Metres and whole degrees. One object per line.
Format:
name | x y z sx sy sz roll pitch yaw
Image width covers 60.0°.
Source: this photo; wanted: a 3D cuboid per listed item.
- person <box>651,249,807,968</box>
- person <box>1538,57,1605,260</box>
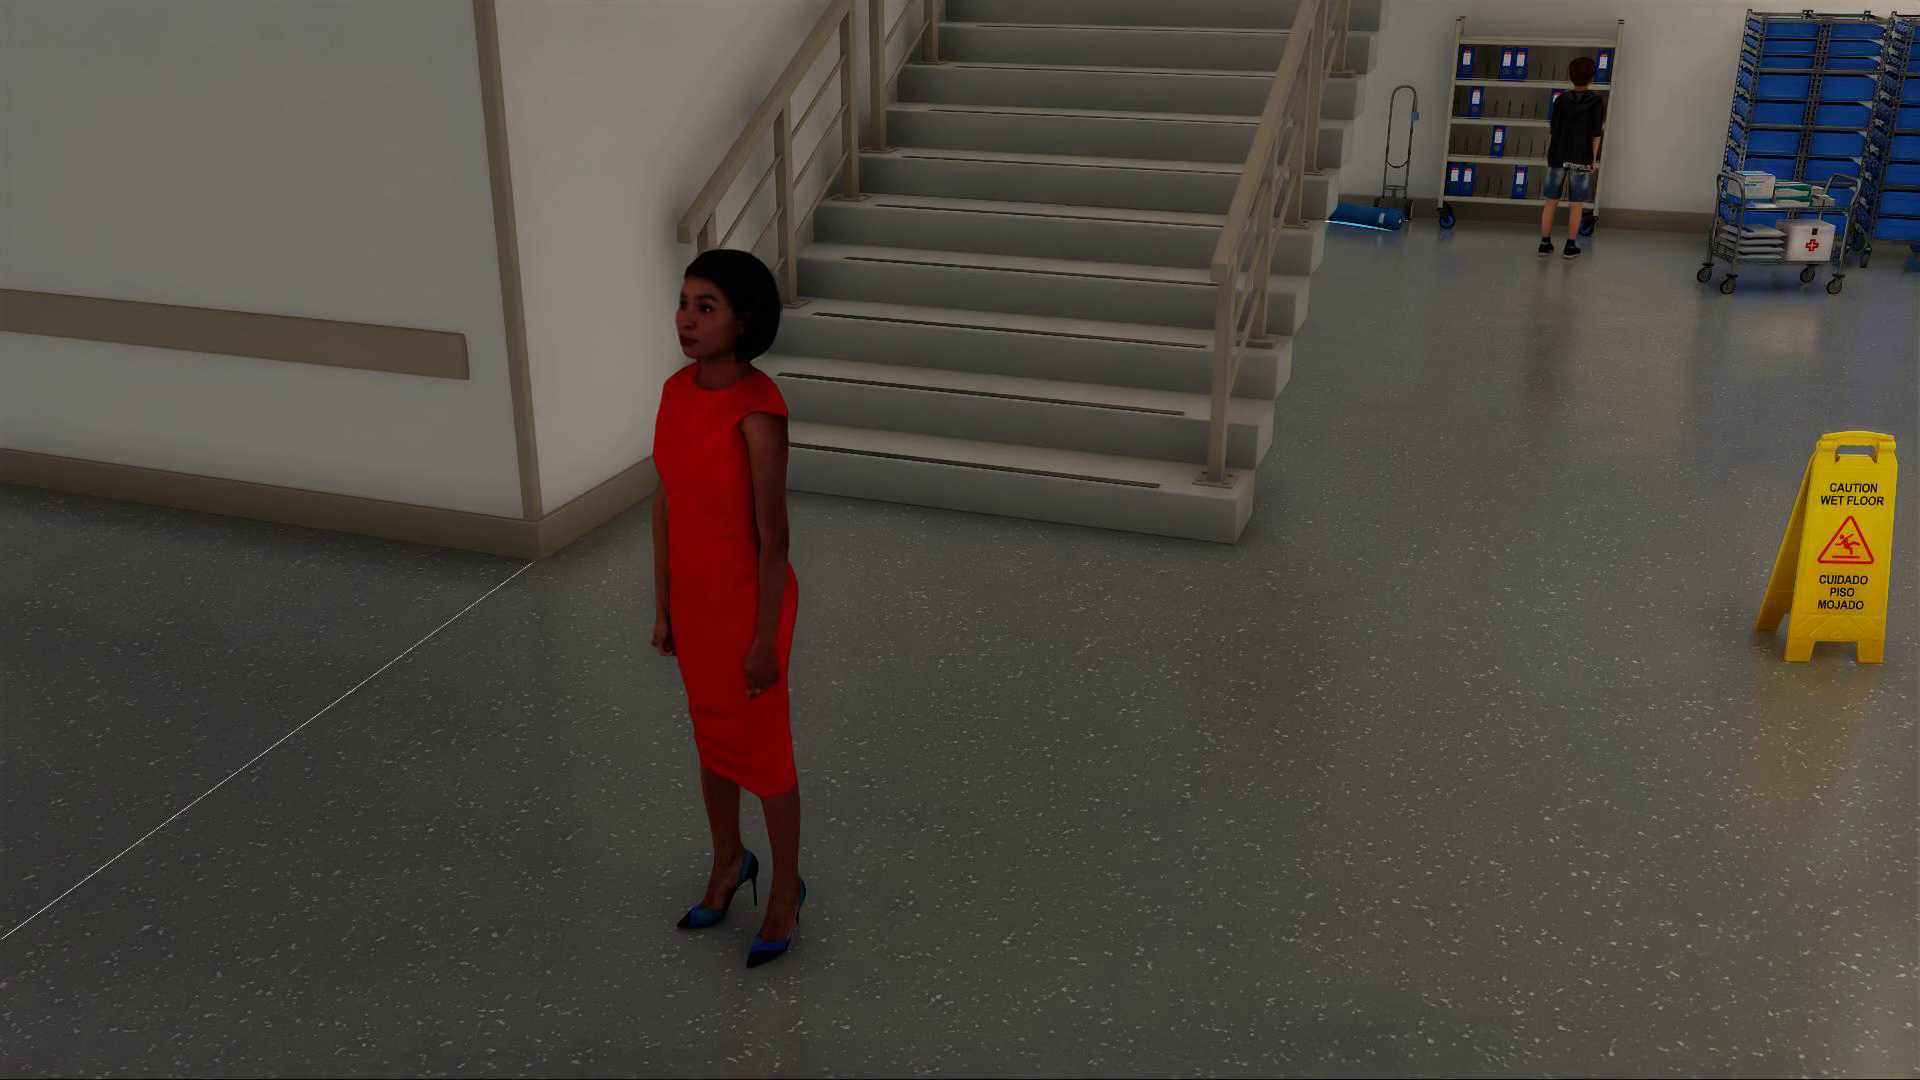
person | -0.535 0.181 3.937 0.635 1.740 0.626 18 27 39
person | 4.506 -2.824 12.285 0.560 1.446 0.550 11 23 27
